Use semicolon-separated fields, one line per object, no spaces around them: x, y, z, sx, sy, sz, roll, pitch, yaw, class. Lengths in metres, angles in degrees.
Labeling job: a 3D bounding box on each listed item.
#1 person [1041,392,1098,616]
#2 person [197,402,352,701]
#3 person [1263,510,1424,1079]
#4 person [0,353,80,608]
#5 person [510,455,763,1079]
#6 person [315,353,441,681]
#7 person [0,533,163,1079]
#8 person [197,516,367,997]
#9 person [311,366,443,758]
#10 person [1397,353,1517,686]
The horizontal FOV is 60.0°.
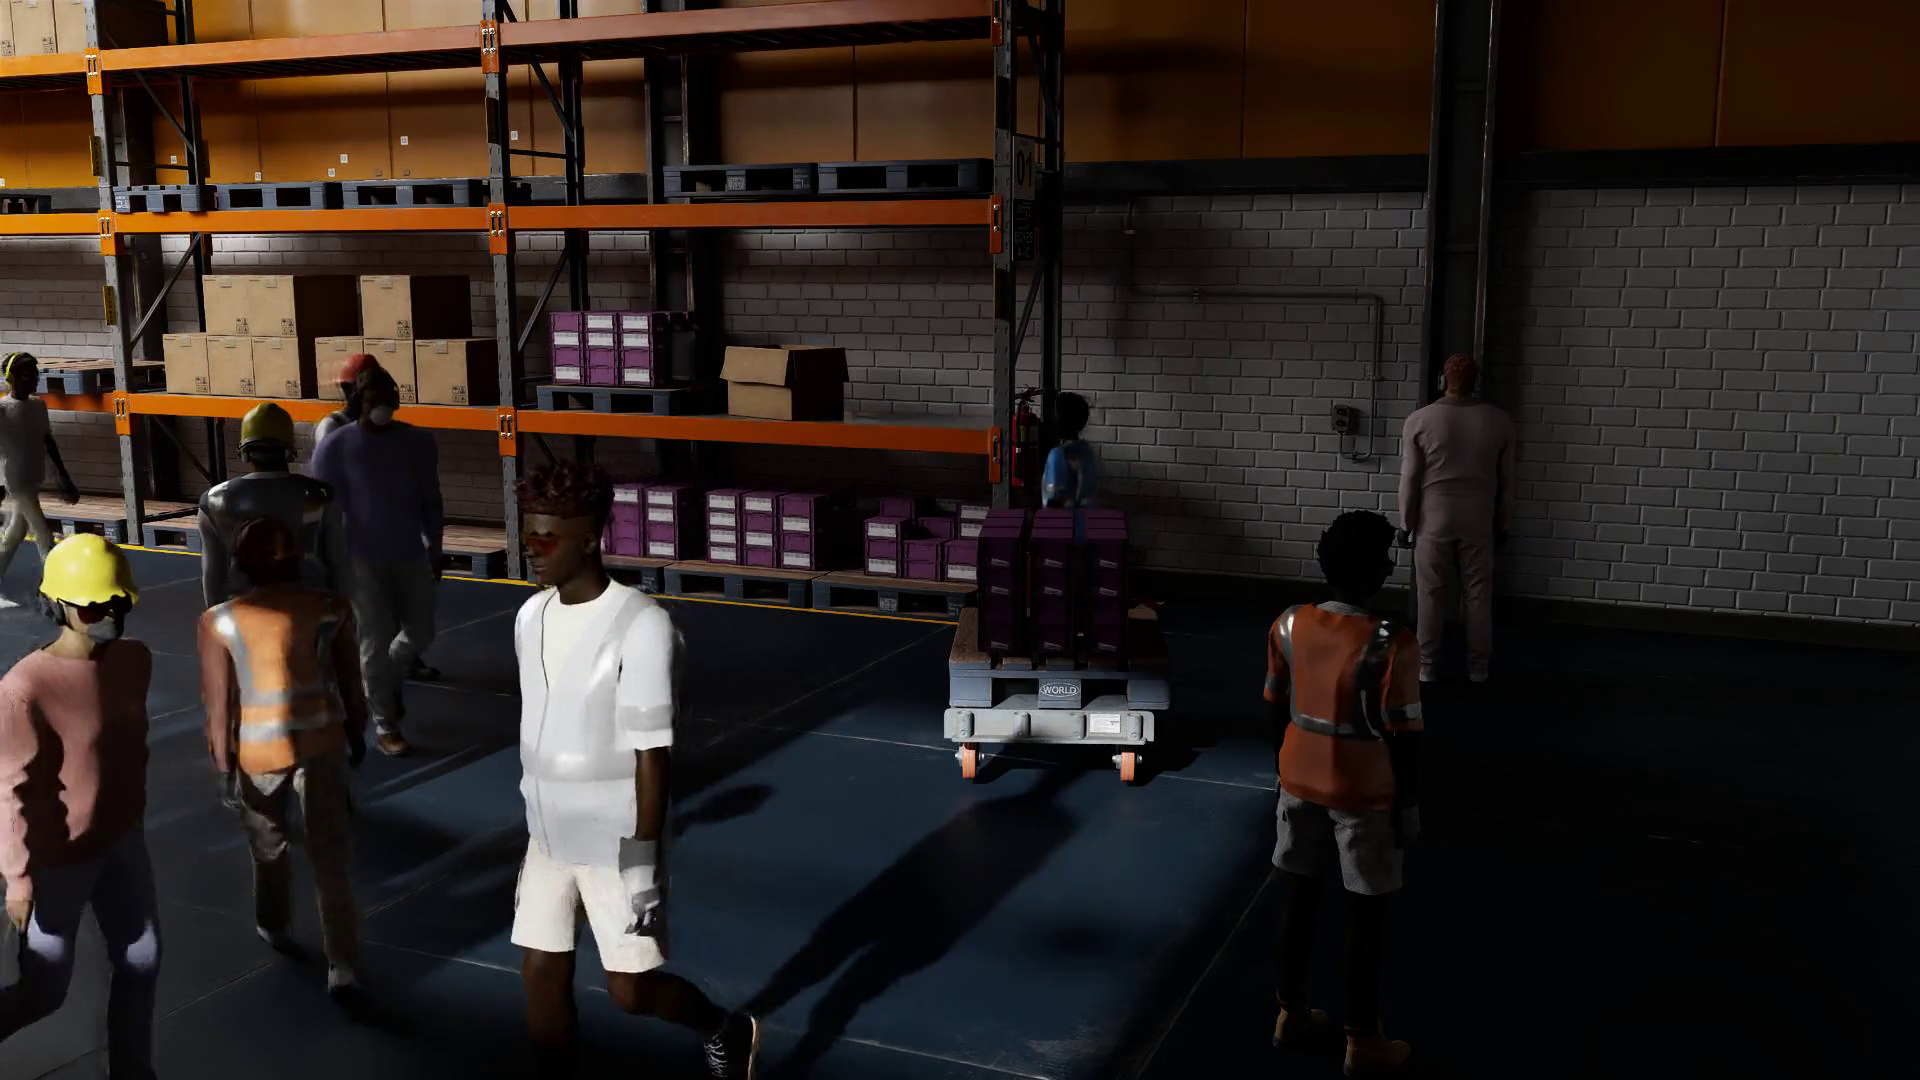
0.692;-0.028;9.716;0.672;1.677;0.541;4;10;20;person
-2.918;0.325;7.150;0.590;1.833;0.404;-3;10;-19;person
1.156;0.752;4.998;0.316;1.695;0.541;-8;12;-40;person
-6.464;-0.392;11.532;0.996;1.813;0.538;1;10;4;person
-0.911;0.735;4.370;0.616;1.943;0.768;7;12;37;person
-3.496;-0.124;9.612;0.876;1.911;0.563;4;10;22;person
-2.460;0.819;4.491;0.698;1.731;0.558;2;10;9;person
-2.243;0.707;5.578;0.527;1.592;0.886;-6;11;-30;person
-2.888;0.093;8.270;0.631;1.927;0.593;-8;12;-40;person
2.833;-0.112;9.548;0.645;1.907;0.400;1;10;6;person
